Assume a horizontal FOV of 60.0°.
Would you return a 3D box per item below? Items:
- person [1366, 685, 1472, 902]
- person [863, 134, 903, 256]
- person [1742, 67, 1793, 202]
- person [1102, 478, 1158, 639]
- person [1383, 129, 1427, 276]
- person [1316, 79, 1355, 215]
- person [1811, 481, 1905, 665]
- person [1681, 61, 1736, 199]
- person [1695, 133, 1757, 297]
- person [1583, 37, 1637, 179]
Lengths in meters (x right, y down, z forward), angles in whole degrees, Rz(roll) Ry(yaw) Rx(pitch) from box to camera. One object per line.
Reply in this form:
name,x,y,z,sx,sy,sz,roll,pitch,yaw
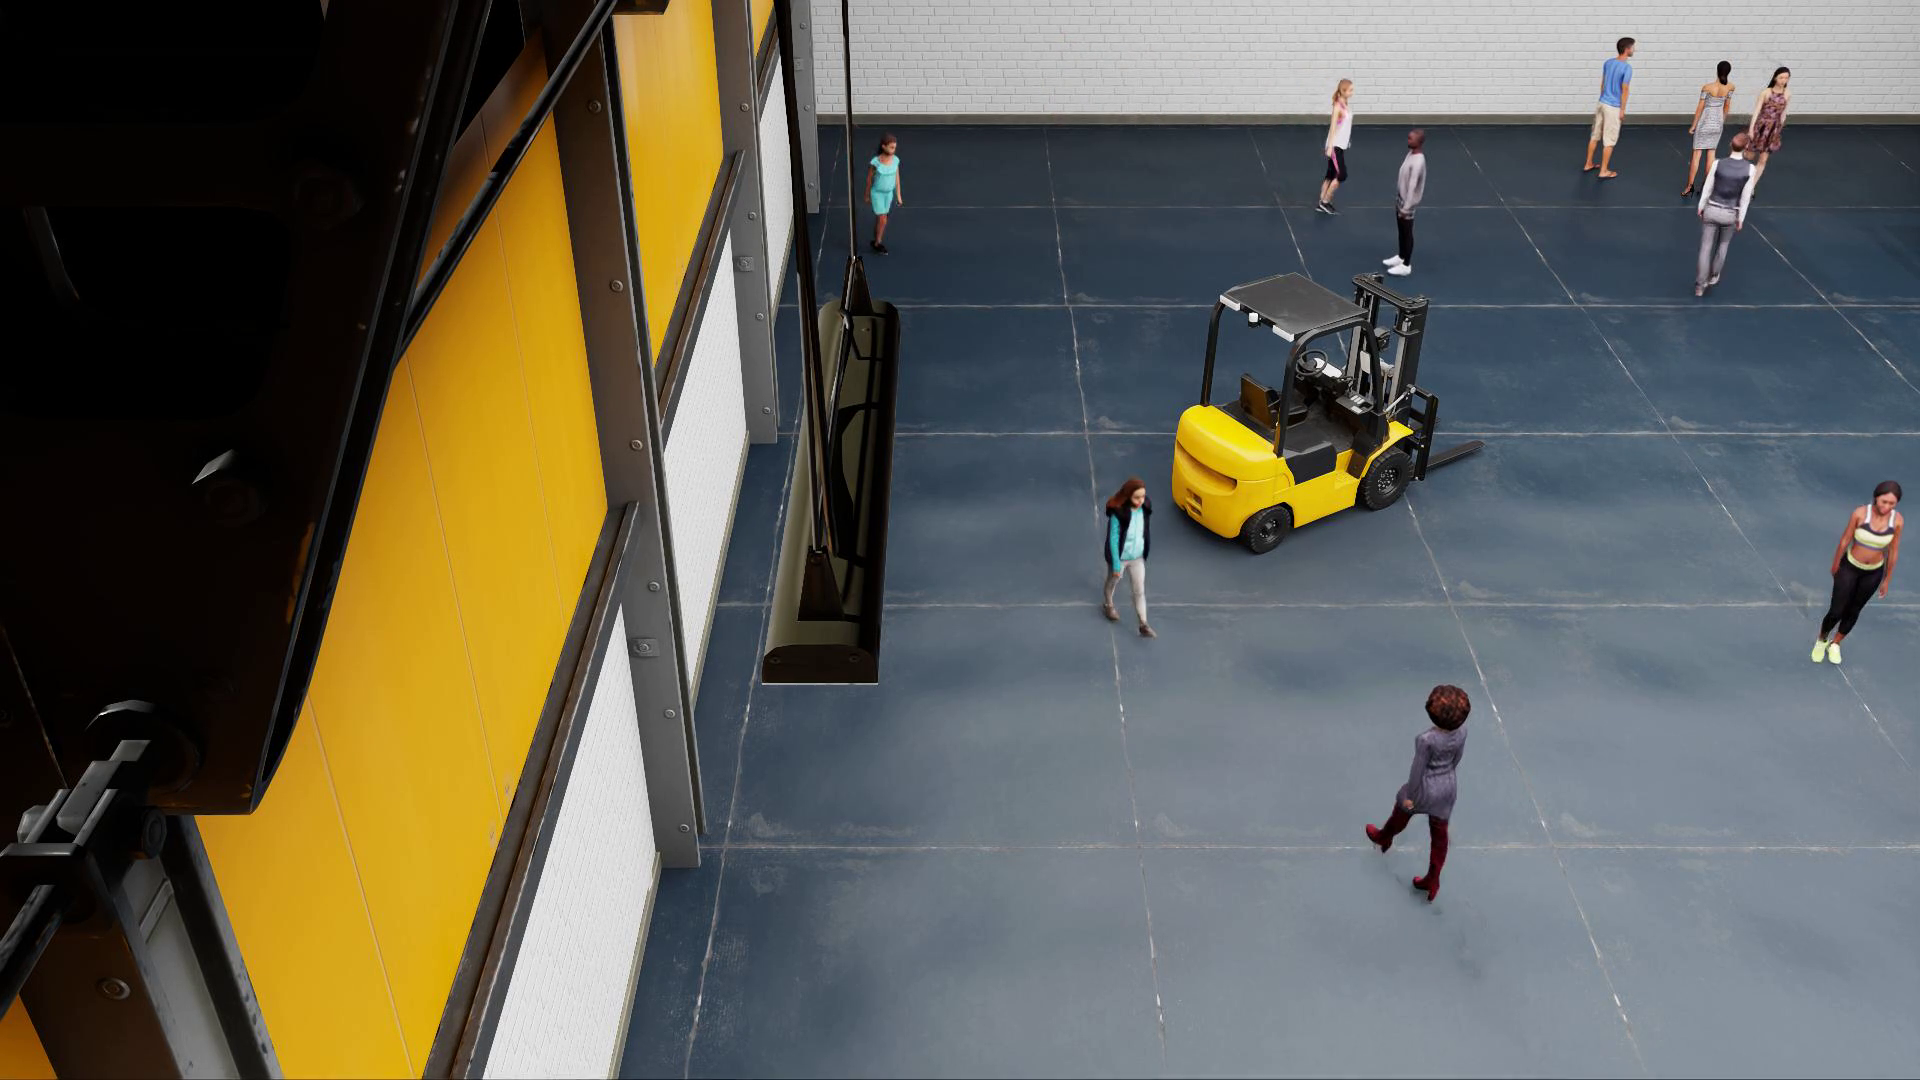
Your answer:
person,3.235,1.751,11.238,0.808,1.687,1.035,-11,35,-16
person,-1.003,-4.247,20.412,0.713,1.521,0.776,-13,36,-19
person,10.560,-5.373,21.888,0.663,1.764,0.922,3,34,4
person,1.344,0.091,13.937,0.813,1.463,1.012,-14,36,-20
person,5.385,-4.049,19.890,0.680,1.770,0.460,0,34,0
person,4.758,-5.078,21.431,0.765,1.777,0.664,15,36,21
person,7.293,0.222,13.491,0.658,1.739,0.703,10,35,15
person,9.859,-5.407,21.886,0.593,1.822,0.526,-1,34,-1
person,8.825,-3.748,19.303,0.938,1.918,1.061,17,37,23
person,8.823,-5.879,22.559,0.801,1.862,0.660,-14,36,-20
